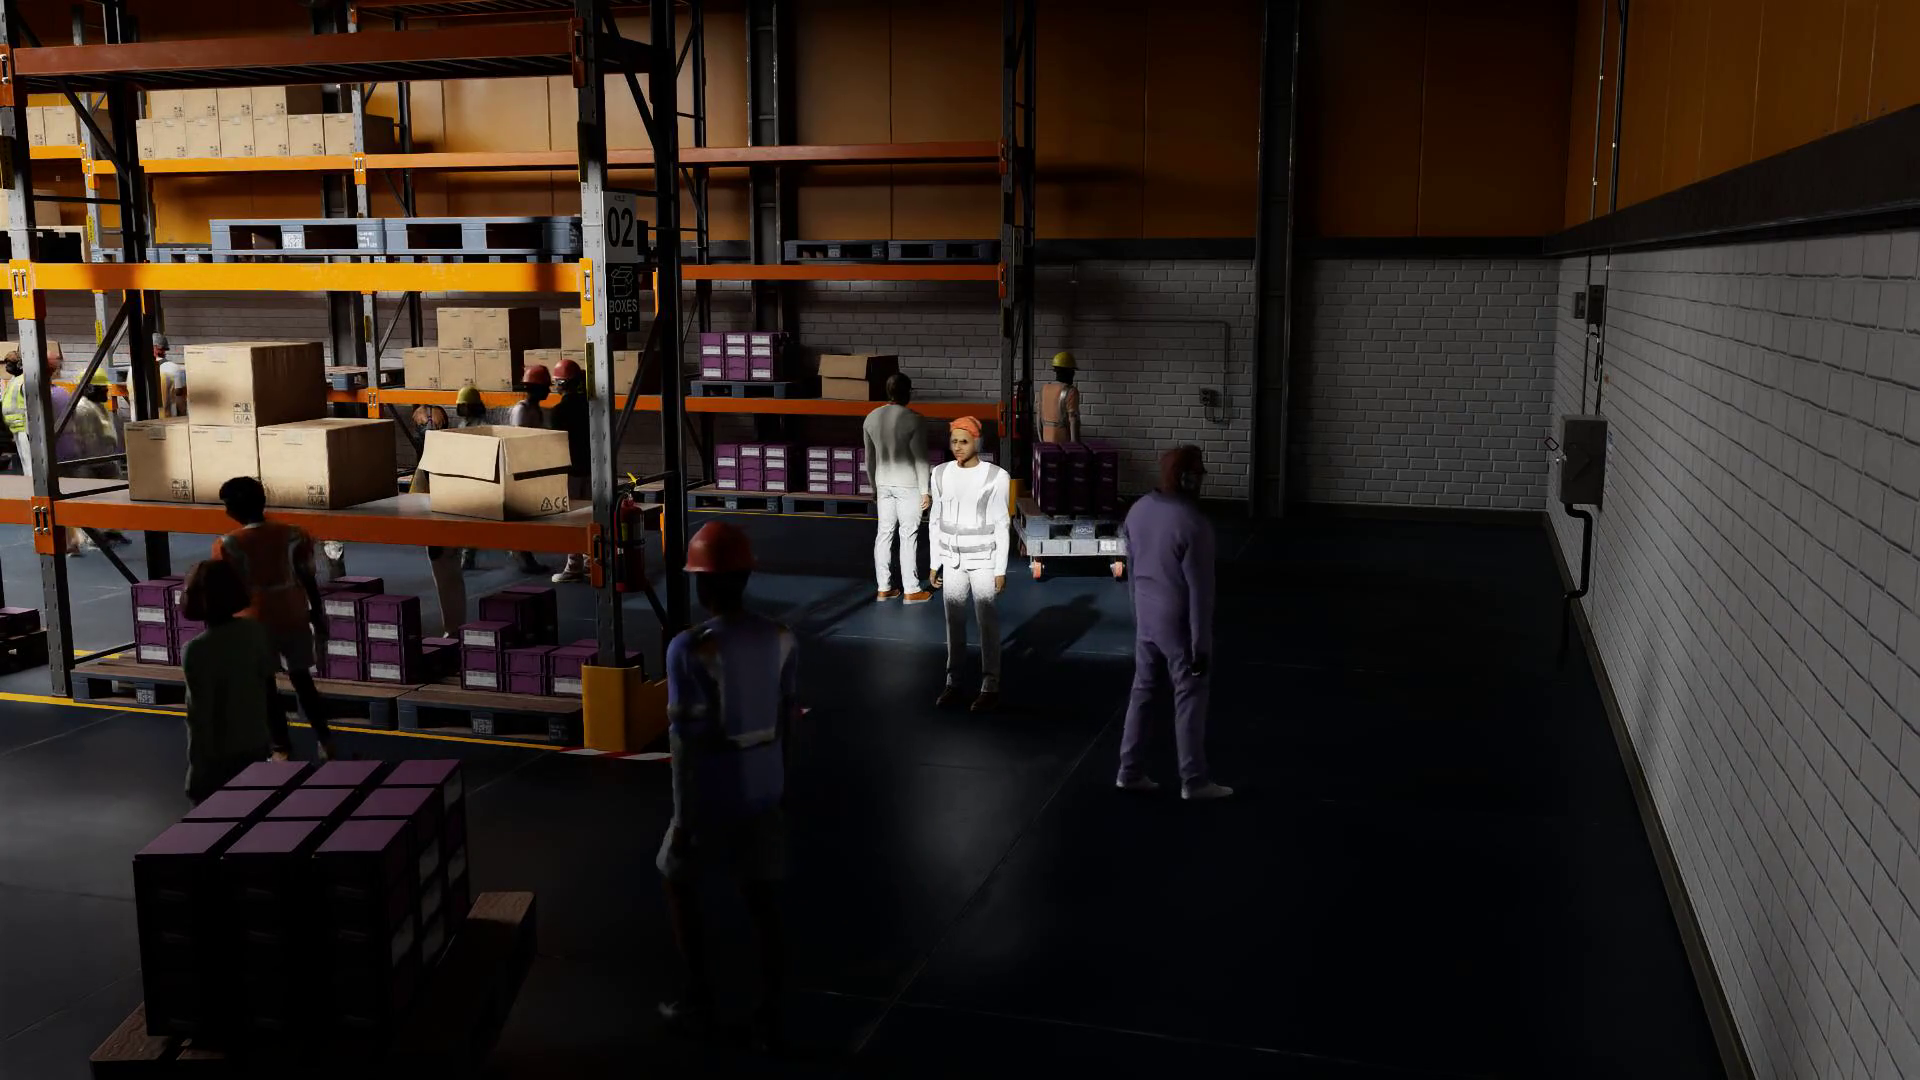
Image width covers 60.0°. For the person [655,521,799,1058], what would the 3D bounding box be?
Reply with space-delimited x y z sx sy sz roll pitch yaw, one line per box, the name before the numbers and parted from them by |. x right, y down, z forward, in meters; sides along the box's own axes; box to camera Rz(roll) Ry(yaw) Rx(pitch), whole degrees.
person | -0.873 0.882 5.980 0.585 1.910 0.703 -9 13 -43

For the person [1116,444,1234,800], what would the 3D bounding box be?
person | 1.128 0.437 8.783 0.434 1.914 0.664 -6 11 -33

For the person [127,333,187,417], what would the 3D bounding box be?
person | -9.752 -1.539 20.360 0.692 2.000 0.535 1 9 9

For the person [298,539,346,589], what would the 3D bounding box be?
person | -5.161 -0.272 13.271 0.600 1.829 0.404 -6 11 -31

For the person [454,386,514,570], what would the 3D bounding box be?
person | -4.449 -0.576 15.453 0.494 1.728 0.635 8 12 40

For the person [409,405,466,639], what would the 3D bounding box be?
person | -3.732 -0.052 11.930 0.429 1.836 0.620 -2 10 -14

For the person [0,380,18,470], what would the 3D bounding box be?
person | -11.381 -1.269 19.469 0.520 1.784 0.993 -8 12 -41

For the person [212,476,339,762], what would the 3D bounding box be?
person | -3.838 0.470 9.226 0.553 1.662 0.408 -9 13 -44

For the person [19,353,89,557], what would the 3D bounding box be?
person | -8.726 -0.811 15.981 0.474 2.030 0.618 1 9 4

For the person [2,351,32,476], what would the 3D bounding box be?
person | -11.049 -1.316 19.642 0.429 1.837 0.625 -8 12 -41

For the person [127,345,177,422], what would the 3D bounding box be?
person | -9.481 -1.351 19.533 0.378 1.932 0.551 7 12 38

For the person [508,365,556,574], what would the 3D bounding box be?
person | -3.900 -0.633 15.173 0.460 1.925 0.603 1 9 6

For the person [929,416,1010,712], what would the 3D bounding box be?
person | 0.057 0.148 10.575 0.576 1.880 0.351 5 11 30

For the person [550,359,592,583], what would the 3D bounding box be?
person | -3.454 -0.612 14.844 0.378 1.996 0.610 4 10 23

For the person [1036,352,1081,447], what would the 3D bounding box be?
person | 1.058 -1.016 17.522 0.383 1.924 0.589 -8 12 -39

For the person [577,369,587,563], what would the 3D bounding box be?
person | -3.510 -0.668 15.590 0.317 1.863 0.523 -3 10 -20

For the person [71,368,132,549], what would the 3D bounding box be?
person | -8.520 -0.799 16.524 0.507 1.813 0.605 -1 9 -3

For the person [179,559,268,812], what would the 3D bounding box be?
person | -3.038 0.885 6.944 0.534 1.646 0.518 2 10 12

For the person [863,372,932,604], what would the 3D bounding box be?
person | -0.510 -0.431 13.914 0.632 1.940 0.372 6 11 32
